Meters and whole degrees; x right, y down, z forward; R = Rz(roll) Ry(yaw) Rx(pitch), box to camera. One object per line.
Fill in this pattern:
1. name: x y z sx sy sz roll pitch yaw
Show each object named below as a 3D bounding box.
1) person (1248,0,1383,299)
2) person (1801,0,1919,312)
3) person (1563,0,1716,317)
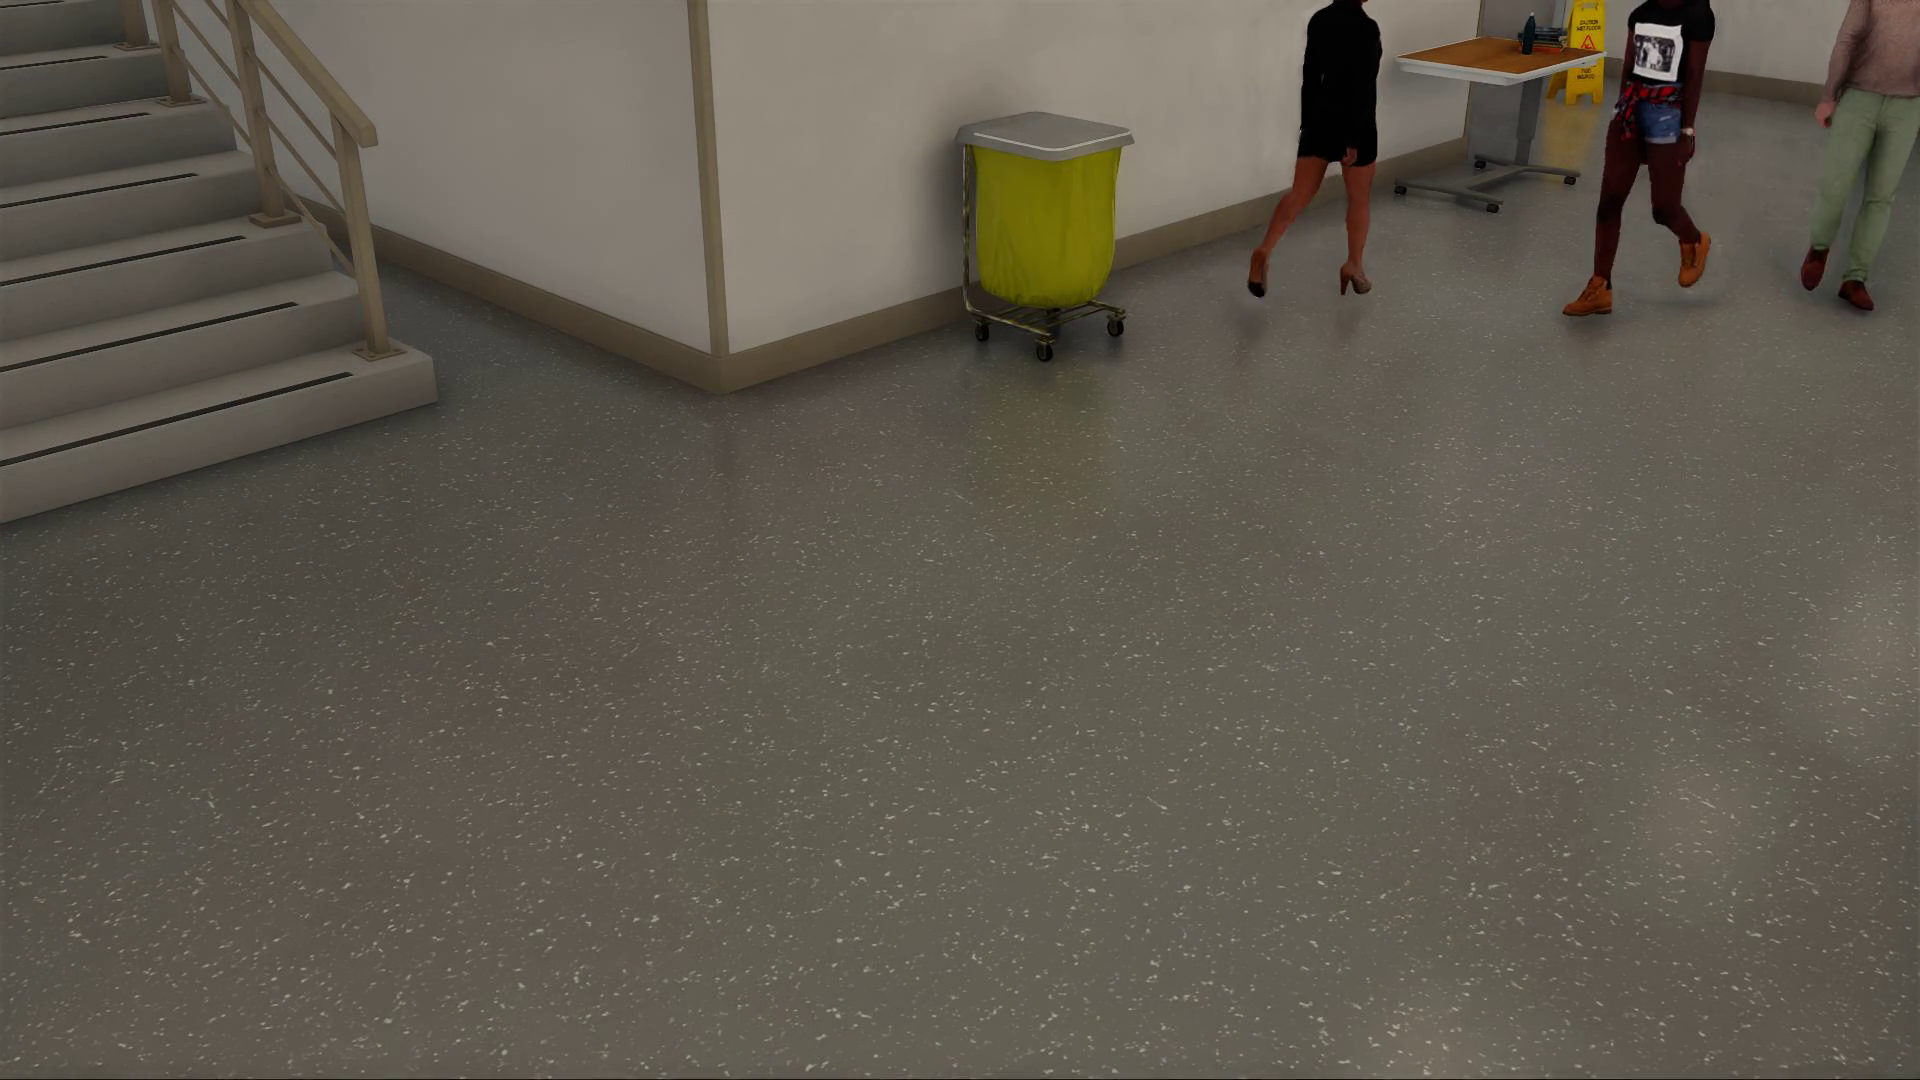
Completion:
1. person: 1.688 -1.843 7.711 0.672 1.606 0.979 -21 33 -37
2. person: 4.325 -2.053 7.852 0.832 1.861 0.916 7 27 14
3. person: 3.228 -1.854 7.625 0.813 1.701 1.044 -15 30 -28
